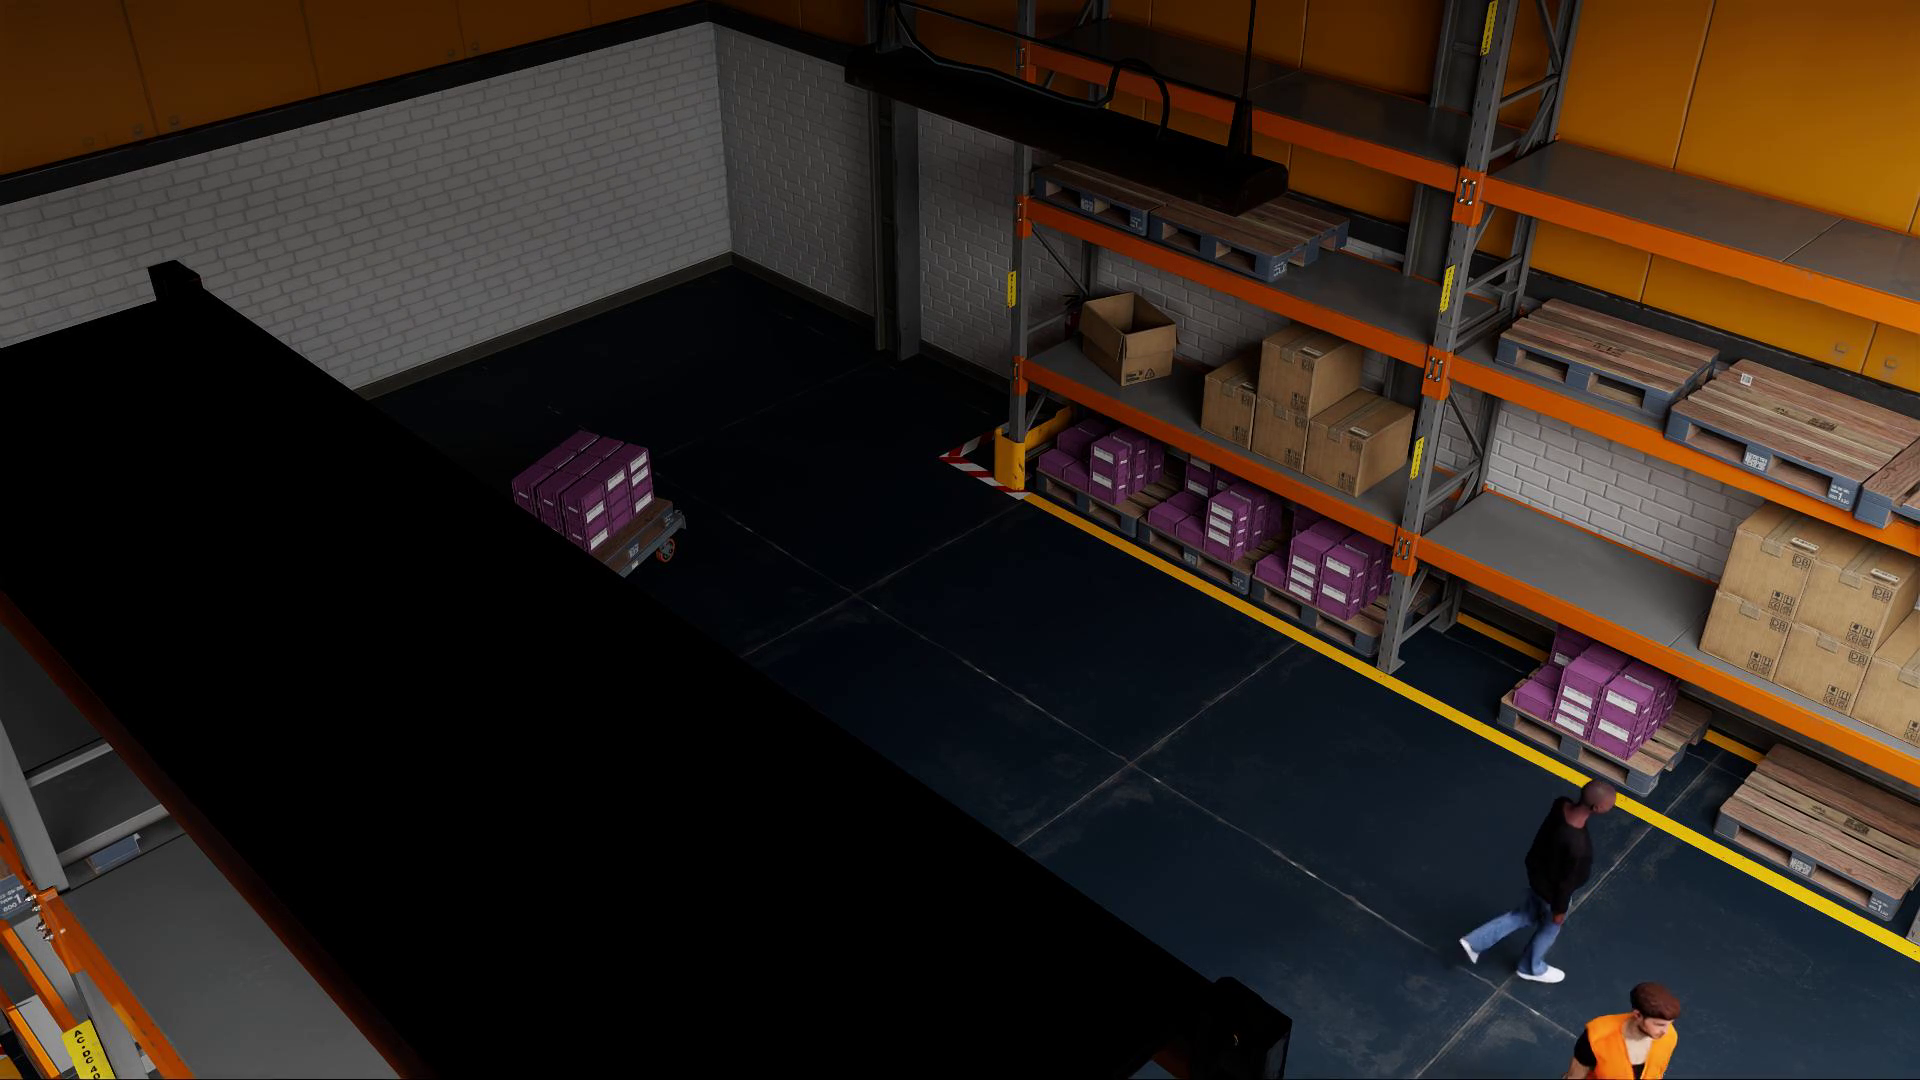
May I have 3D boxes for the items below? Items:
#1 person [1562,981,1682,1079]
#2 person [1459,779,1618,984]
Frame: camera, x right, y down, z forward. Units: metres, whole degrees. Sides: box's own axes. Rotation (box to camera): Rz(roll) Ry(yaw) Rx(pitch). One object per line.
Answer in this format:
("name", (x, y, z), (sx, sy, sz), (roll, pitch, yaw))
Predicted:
("person", (3.292, 2.855, 8.633), (1.112, 1.848, 1.243), (-3, 34, -5))
("person", (3.447, 2.059, 9.947), (1.055, 1.719, 0.982), (0, 34, 0))
